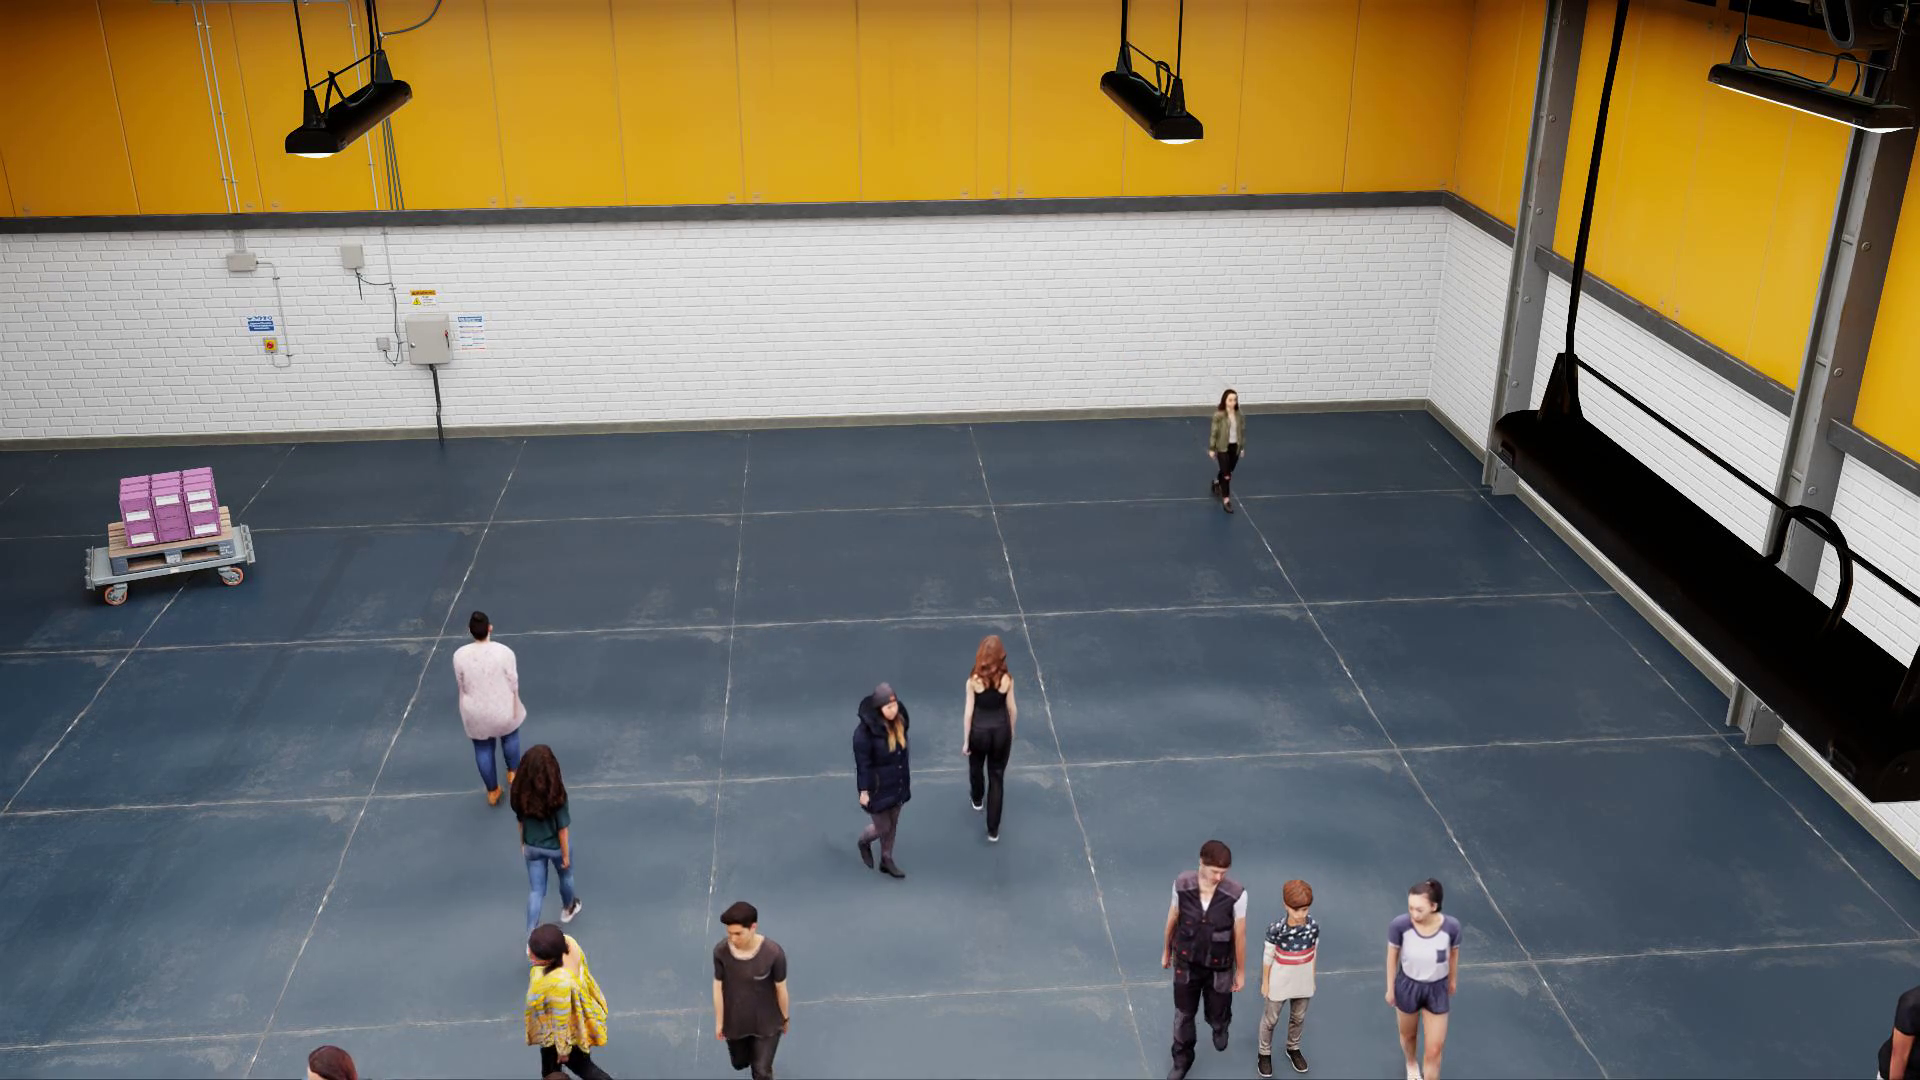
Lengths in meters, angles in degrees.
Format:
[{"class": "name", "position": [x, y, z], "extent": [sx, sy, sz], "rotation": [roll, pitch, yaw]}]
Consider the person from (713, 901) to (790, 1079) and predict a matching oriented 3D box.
[{"class": "person", "position": [-1.283, 2.910, 10.353], "extent": [0.761, 1.686, 1.044], "rotation": [4, 24, 8]}]

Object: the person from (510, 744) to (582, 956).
[{"class": "person", "position": [-3.015, 2.254, 11.979], "extent": [0.756, 1.585, 1.117], "rotation": [3, 24, 7]}]

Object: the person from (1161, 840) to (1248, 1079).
[{"class": "person", "position": [1.605, 2.663, 10.738], "extent": [0.894, 1.829, 0.971], "rotation": [9, 25, 20]}]

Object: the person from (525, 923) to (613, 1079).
[{"class": "person", "position": [-2.339, 3.002, 10.239], "extent": [0.864, 1.608, 0.940], "rotation": [-4, 24, -8]}]

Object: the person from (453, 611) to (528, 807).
[{"class": "person", "position": [-3.906, 1.410, 13.733], "extent": [0.678, 1.726, 0.765], "rotation": [-3, 24, -7]}]

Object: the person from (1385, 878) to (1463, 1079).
[{"class": "person", "position": [2.936, 2.827, 10.620], "extent": [0.756, 1.624, 0.914], "rotation": [3, 24, 7]}]

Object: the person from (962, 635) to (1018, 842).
[{"class": "person", "position": [0.250, 1.615, 13.277], "extent": [0.592, 1.716, 0.919], "rotation": [-2, 24, -5]}]

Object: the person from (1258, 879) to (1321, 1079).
[{"class": "person", "position": [2.152, 2.836, 10.830], "extent": [0.535, 1.439, 0.487], "rotation": [-4, 24, -10]}]

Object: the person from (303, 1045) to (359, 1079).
[{"class": "person", "position": [-3.271, 3.427, 9.057], "extent": [0.992, 1.777, 1.226], "rotation": [10, 26, 22]}]

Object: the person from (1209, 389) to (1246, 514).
[{"class": "person", "position": [3.159, -1.099, 19.816], "extent": [0.720, 1.452, 1.011], "rotation": [-7, 25, -16]}]

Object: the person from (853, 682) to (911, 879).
[{"class": "person", "position": [-0.644, 1.837, 12.828], "extent": [0.898, 1.668, 0.840], "rotation": [21, 31, 40]}]
